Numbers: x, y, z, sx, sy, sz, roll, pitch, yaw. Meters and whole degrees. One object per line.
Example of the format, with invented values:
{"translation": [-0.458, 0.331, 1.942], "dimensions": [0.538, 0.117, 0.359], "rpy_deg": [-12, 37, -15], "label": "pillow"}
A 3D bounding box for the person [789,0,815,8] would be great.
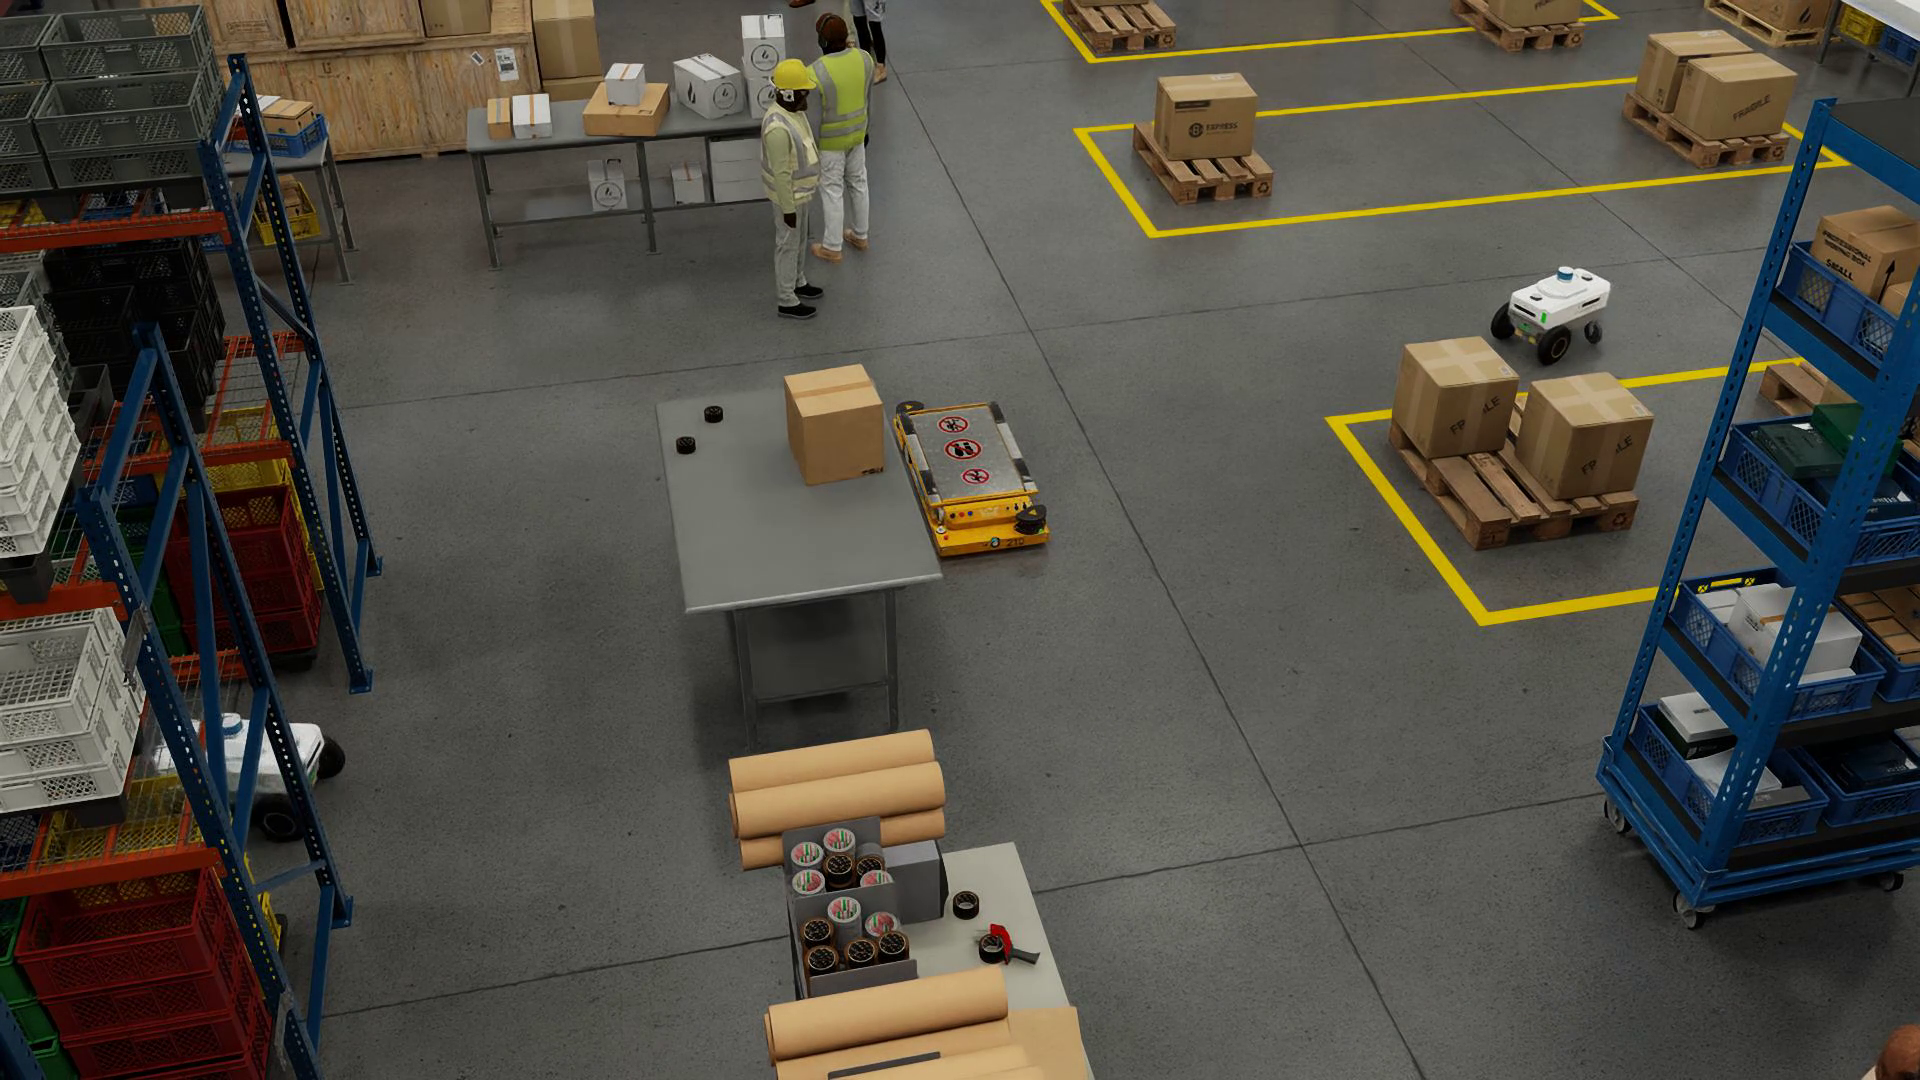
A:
{"translation": [-1.706, -6.362, 16.720], "dimensions": [0.402, 1.911, 0.638], "rpy_deg": [-18, 40, -23], "label": "person"}

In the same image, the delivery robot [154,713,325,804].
{"translation": [-3.386, 1.026, 7.840], "dimensions": [0.707, 0.478, 0.477], "rpy_deg": [2, 37, 3], "label": "delivery robot"}

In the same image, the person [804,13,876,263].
{"translation": [-0.906, -2.938, 12.173], "dimensions": [0.626, 1.844, 0.429], "rpy_deg": [-30, 46, -34], "label": "person"}

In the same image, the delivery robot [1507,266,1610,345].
{"translation": [4.115, -1.643, 11.427], "dimensions": [0.707, 0.478, 0.477], "rpy_deg": [-22, 42, -26], "label": "delivery robot"}

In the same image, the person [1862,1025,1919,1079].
{"translation": [2.929, 2.156, 5.494], "dimensions": [0.525, 1.637, 0.307], "rpy_deg": [-29, 45, -33], "label": "person"}

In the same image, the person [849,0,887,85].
{"translation": [-0.862, -5.008, 15.082], "dimensions": [0.319, 1.686, 0.543], "rpy_deg": [-28, 45, -33], "label": "person"}

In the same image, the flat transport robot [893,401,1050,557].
{"translation": [0.046, -0.430, 10.108], "dimensions": [0.652, 0.197, 1.431], "rpy_deg": [-8, 37, -10], "label": "flat transport robot"}

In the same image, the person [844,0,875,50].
{"translation": [-0.926, -5.464, 15.563], "dimensions": [0.518, 1.855, 0.333], "rpy_deg": [-15, 39, -19], "label": "person"}

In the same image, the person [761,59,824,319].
{"translation": [-1.153, -2.430, 11.508], "dimensions": [0.403, 1.825, 0.597], "rpy_deg": [4, 37, 5], "label": "person"}
